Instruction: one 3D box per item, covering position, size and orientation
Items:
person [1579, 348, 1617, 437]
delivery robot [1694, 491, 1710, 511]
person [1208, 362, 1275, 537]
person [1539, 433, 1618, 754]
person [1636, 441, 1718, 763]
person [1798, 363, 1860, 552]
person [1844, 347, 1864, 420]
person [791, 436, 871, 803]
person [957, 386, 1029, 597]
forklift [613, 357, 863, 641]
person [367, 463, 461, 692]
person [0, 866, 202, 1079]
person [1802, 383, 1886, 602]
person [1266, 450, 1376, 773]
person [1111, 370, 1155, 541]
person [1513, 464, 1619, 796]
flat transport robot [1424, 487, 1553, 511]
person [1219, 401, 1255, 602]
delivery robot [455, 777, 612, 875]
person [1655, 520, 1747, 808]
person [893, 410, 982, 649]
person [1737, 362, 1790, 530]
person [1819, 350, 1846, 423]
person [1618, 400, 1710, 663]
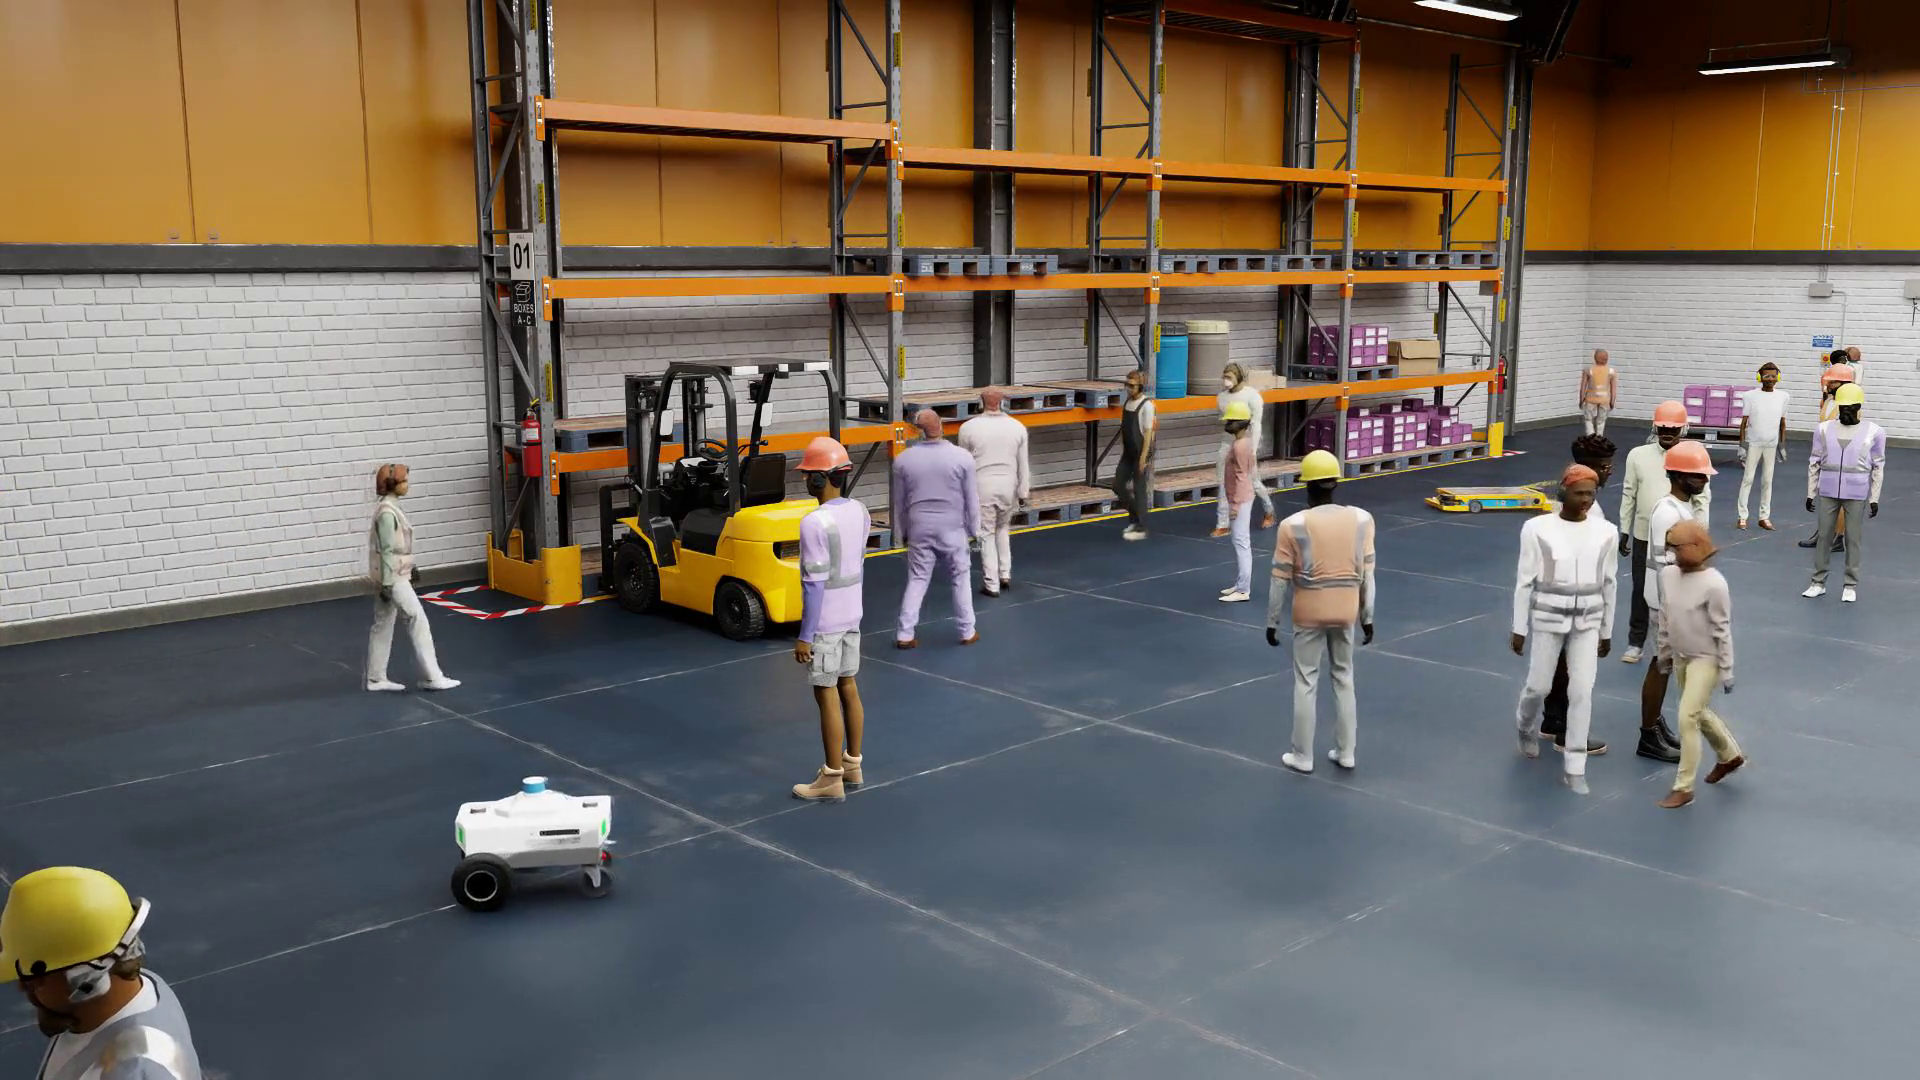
[{"bbox_3d":[9.770,-2.118,25.472,0.530,1.626,0.454,2,10,13],"label":"person"},{"bbox_3d":[8.084,-0.490,18.816,0.707,0.478,0.477,2,10,14],"label":"delivery robot"},{"bbox_3d":[3.095,-0.998,18.152,0.640,1.905,0.931,9,13,44],"label":"person"},{"bbox_3d":[3.797,0.318,10.243,0.374,1.962,0.608,1,10,5],"label":"person"},{"bbox_3d":[4.329,0.364,10.048,0.360,1.935,0.552,6,11,30],"label":"person"},{"bbox_3d":[8.967,-0.843,17.102,0.354,1.942,0.545,-1,10,-5],"label":"person"},{"bbox_3d":[13.790,-2.168,25.754,0.517,1.635,0.313,-7,12,-36],"label":"person"},{"bbox_3d":[-0.738,0.443,9.280,0.371,2.044,0.608,4,11,23],"label":"person"},{"bbox_3d":[0.263,-0.438,14.927,0.639,1.883,0.601,-3,10,-19],"label":"person"},{"bbox_3d":[-1.847,-0.414,13.852,1.214,2.155,2.313,-9,13,-42],"label":"forklift"},{"bbox_3d":[-3.820,0.270,11.561,0.729,1.613,0.518,-3,10,-19],"label":"person"},{"bbox_3d":[-1.761,1.545,3.477,0.403,1.822,0.588,-6,11,-31],"label":"person"},{"bbox_3d":[7.772,-0.415,14.643,0.594,1.925,0.377,9,13,41],"label":"person"},{"bbox_3d":[2.111,0.429,9.736,0.619,1.918,0.411,-2,10,-9],"label":"person"},{"bbox_3d":[1.856,-0.896,17.744,0.397,1.832,0.547,-5,11,-28],"label":"person"},{"bbox_3d":[3.484,0.486,9.629,0.592,1.864,0.813,0,10,2],"label":"person"},{"bbox_3d":[6.382,-0.495,19.953,1.431,0.197,0.652,-1,10,-4],"label":"flat transport robot"},{"bbox_3d":[2.435,-0.336,14.654,0.317,1.767,0.534,2,10,14],"label":"person"},{"bbox_3d":[-2.019,1.372,7.917,0.707,0.478,0.477,-2,10,-10],"label":"delivery robot"},{"bbox_3d":[4.171,0.670,9.267,0.694,1.606,0.531,-3,10,-17],"label":"person"},{"bbox_3d":[-0.165,-0.079,12.875,0.690,1.871,0.605,2,10,11],"label":"person"},{"bbox_3d":[8.900,-1.036,18.443,0.507,1.872,0.329,1,10,7],"label":"person"},{"bbox_3d":[12.587,-1.891,23.956,0.535,1.697,0.318,-6,12,-33],"label":"person"},{"bbox_3d":[5.194,-0.044,12.311,0.620,1.987,0.407,8,12,38],"label":"person"}]
